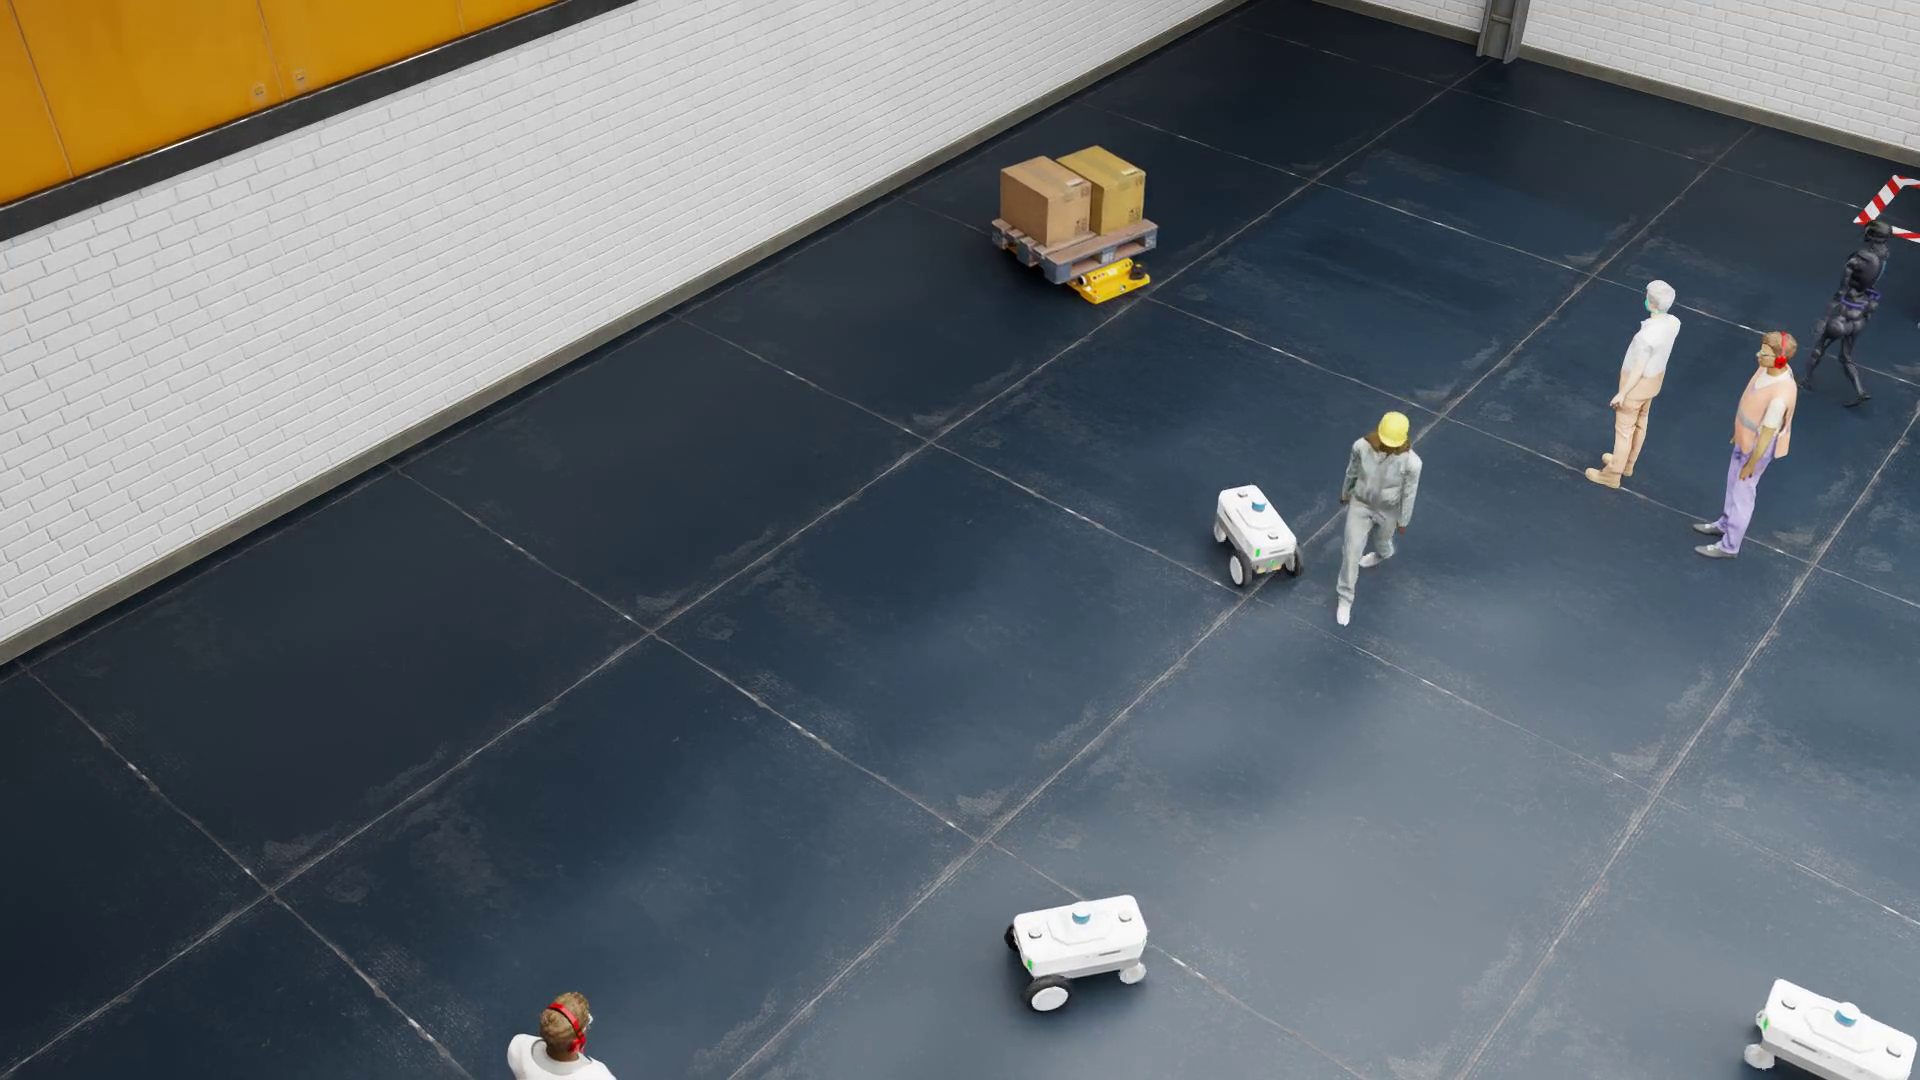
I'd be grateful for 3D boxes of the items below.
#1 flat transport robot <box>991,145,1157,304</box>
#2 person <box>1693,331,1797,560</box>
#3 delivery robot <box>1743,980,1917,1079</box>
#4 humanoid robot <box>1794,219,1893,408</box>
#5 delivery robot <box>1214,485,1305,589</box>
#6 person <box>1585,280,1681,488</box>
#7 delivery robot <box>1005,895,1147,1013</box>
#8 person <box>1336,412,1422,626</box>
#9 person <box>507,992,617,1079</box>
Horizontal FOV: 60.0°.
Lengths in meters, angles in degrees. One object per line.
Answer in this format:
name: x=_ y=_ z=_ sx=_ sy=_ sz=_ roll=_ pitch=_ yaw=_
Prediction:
flat transport robot: x=1.064 y=-2.669 z=15.599 sx=0.659 sy=0.231 sz=1.431 roll=-25 pitch=45 yaw=-27
person: x=5.676 y=-0.672 z=11.877 sx=0.389 sy=1.836 sz=0.557 roll=8 pitch=40 yaw=10
delivery robot: x=4.595 y=2.658 z=8.754 sx=0.789 sy=0.587 sz=0.499 roll=23 pitch=44 yaw=26
humanoid robot: x=7.247 y=-1.818 z=13.446 sx=0.587 sy=1.635 sz=0.697 roll=-23 pitch=44 yaw=-25
delivery robot: x=2.160 y=-0.034 z=12.113 sx=0.499 sy=0.611 sz=0.792 roll=-11 pitch=40 yaw=-13
person: x=5.122 y=-1.175 z=12.573 sx=0.482 sy=1.738 sz=0.320 roll=-30 pitch=47 yaw=-32
delivery robot: x=0.645 y=2.248 z=9.266 sx=0.774 sy=0.592 sz=0.499 roll=-8 pitch=40 yaw=-10
person: x=2.891 y=-0.276 z=11.491 sx=0.501 sy=1.687 sz=0.797 roll=16 pitch=42 yaw=19
person: x=-1.739 y=2.739 z=7.642 sx=0.567 sy=1.833 sz=0.402 roll=16 pitch=42 yaw=19
